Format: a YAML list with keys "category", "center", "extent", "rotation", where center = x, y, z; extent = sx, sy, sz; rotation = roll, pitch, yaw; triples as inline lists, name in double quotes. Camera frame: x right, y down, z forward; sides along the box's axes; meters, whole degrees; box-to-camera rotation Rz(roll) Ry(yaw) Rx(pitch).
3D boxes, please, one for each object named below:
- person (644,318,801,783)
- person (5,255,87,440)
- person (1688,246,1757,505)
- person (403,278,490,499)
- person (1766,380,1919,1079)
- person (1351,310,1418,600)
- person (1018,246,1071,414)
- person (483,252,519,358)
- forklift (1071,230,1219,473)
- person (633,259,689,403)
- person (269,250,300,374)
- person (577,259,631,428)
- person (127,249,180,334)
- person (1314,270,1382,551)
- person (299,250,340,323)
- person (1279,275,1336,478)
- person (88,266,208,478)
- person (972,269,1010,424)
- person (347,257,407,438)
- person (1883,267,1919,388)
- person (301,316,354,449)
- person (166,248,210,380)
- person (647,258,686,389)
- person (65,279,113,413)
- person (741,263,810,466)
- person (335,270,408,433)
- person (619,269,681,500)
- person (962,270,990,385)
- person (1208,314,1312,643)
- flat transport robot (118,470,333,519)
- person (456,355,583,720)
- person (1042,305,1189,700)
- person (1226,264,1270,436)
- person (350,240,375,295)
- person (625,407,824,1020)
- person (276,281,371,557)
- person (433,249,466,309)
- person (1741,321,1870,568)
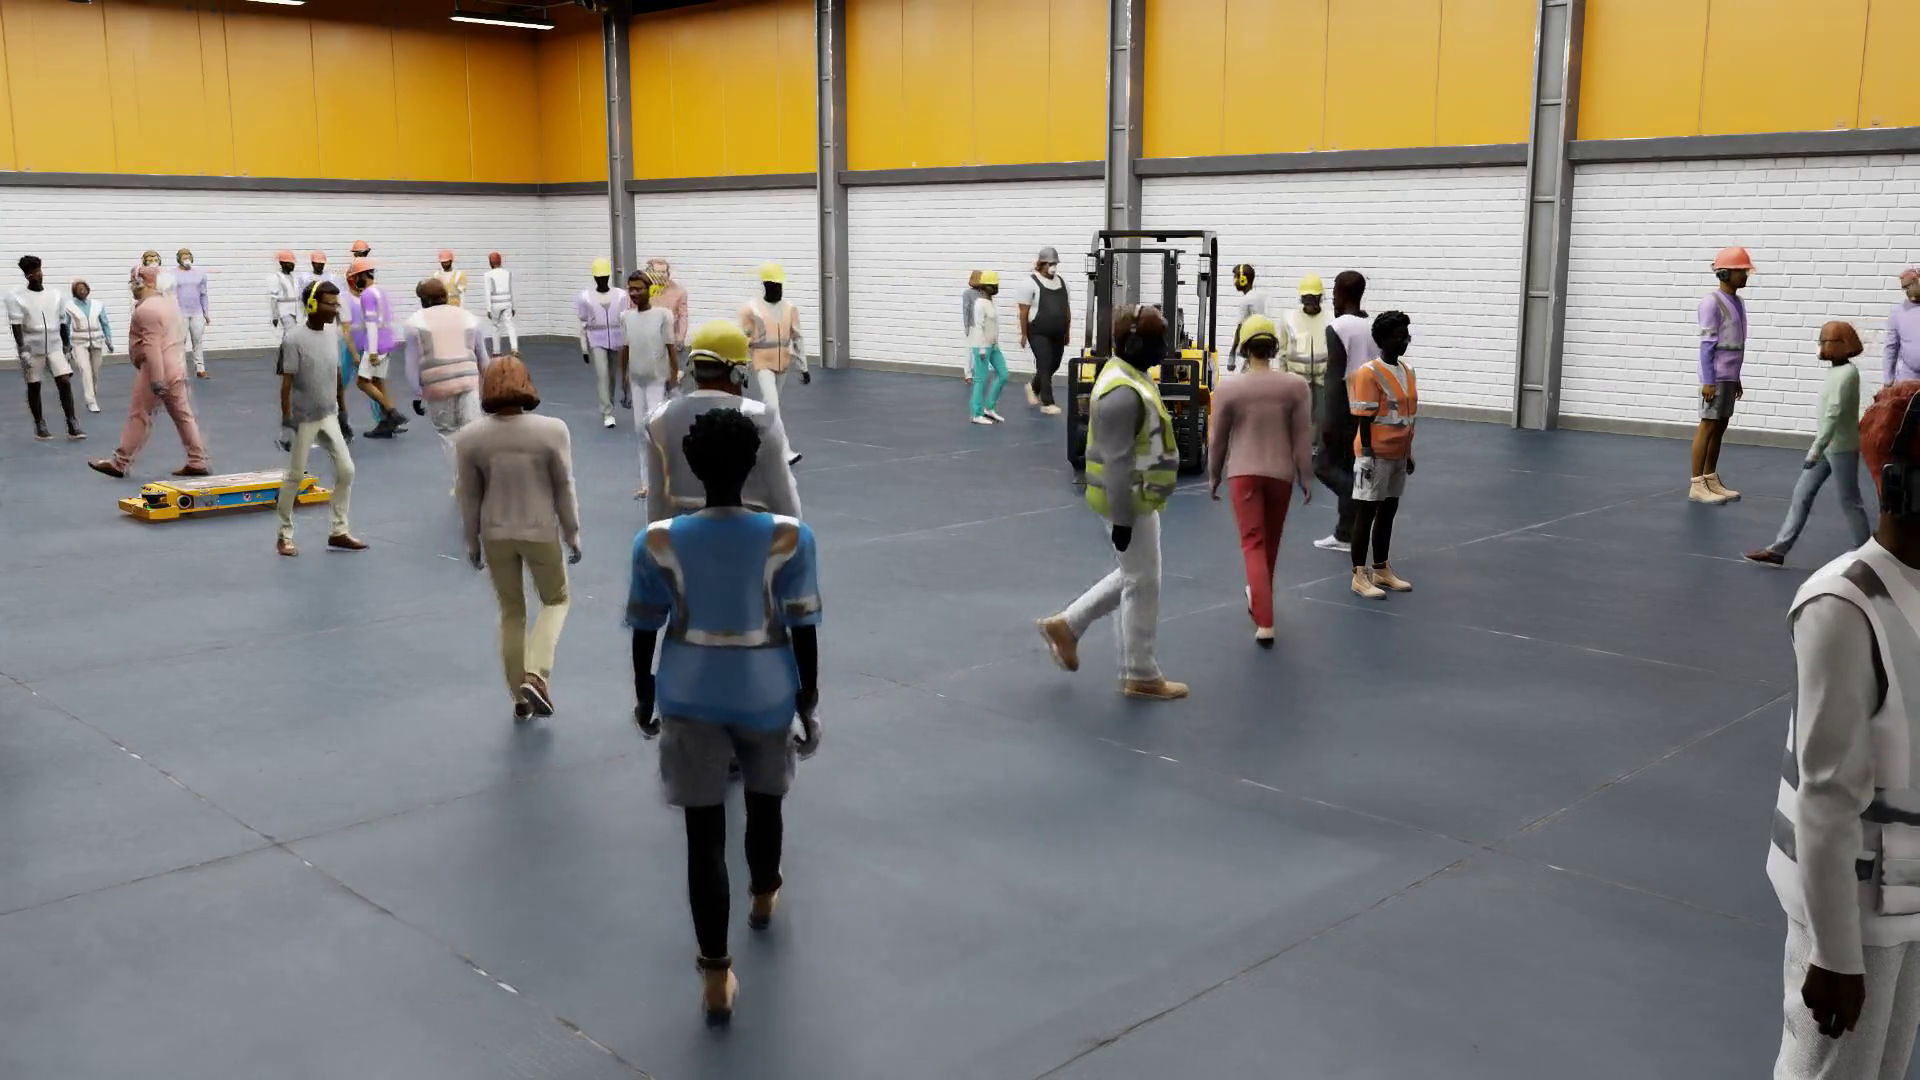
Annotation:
- category: "person"
  center: [-0.900, 0.034, 6.605]
  extent: [0.594, 1.809, 0.655]
  rotation: [5, 12, 26]
- category: "person"
  center: [-9.443, -1.962, 17.168]
  extent: [0.903, 1.909, 0.615]
  rotation: [9, 14, 41]
- category: "person"
  center: [6.099, -1.314, 13.295]
  extent: [0.607, 2.048, 0.365]
  rotation: [-10, 14, -44]
- category: "person"
  center: [-4.023, -1.179, 13.266]
  extent: [0.706, 1.800, 0.713]
  rotation: [-8, 13, -36]
- category: "person"
  center: [1.652, 0.659, 2.986]
  extent: [0.574, 1.882, 0.356]
  rotation: [-10, 14, -44]
- category: "person"
  center: [2.516, -0.506, 9.845]
  extent: [0.533, 1.697, 0.318]
  rotation: [-10, 14, -44]
- category: "person"
  center: [1.002, -2.574, 20.181]
  extent: [0.696, 2.000, 0.865]
  rotation: [-7, 13, -34]
- category: "person"
  center: [-7.846, -3.997, 28.486]
  extent: [0.588, 1.847, 0.961]
  rotation: [-8, 13, -37]
- category: "forklift"
  center: [1.804, -1.825, 15.677]
  extent: [1.214, 2.155, 2.313]
  rotation: [2, 11, 13]
- category: "person"
  center: [-3.459, -2.322, 19.328]
  extent: [0.633, 1.853, 0.994]
  rotation: [-4, 11, -21]
- category: "person"
  center: [-10.132, -3.443, 25.318]
  extent: [0.958, 1.895, 0.564]
  rotation: [3, 11, 14]
- category: "person"
  center: [-4.002, -2.227, 18.787]
  extent: [0.586, 1.870, 1.033]
  rotation: [-4, 11, -23]
- category: "person"
  center: [-10.796, -2.919, 22.343]
  extent: [0.630, 1.940, 0.372]
  rotation: [-10, 14, -44]
- category: "person"
  center: [2.647, -0.845, 11.119]
  extent: [0.497, 1.901, 0.624]
  rotation: [10, 14, 43]
- category: "person"
  center: [-9.448, -3.324, 24.605]
  extent: [0.565, 1.914, 0.585]
  rotation: [-5, 12, -26]
- category: "person"
  center: [3.165, -1.479, 14.937]
  extent: [0.599, 1.791, 0.957]
  rotation: [2, 11, 9]
- category: "person"
  center: [-7.176, -1.465, 14.634]
  extent: [0.981, 1.851, 0.646]
  rotation: [-1, 10, -5]
- category: "person"
  center: [0.344, -2.170, 18.772]
  extent: [0.471, 1.749, 0.544]
  rotation: [5, 12, 27]
- category: "person"
  center: [-6.157, -2.011, 17.458]
  extent: [0.464, 1.909, 0.601]
  rotation: [-1, 10, -5]
- category: "person"
  center: [8.299, -1.387, 14.212]
  extent: [0.762, 1.865, 0.396]
  rotation: [9, 14, 40]
- category: "person"
  center: [-6.465, -1.724, 16.792]
  extent: [0.527, 1.591, 0.736]
  rotation: [5, 11, 25]
- category: "person"
  center: [-11.436, -3.343, 24.651]
  extent: [0.630, 1.940, 0.372]
  rotation: [-10, 14, -44]
- category: "person"
  center: [-4.105, -2.944, 22.793]
  extent: [0.818, 1.825, 0.516]
  rotation: [4, 11, 23]
- category: "person"
  center: [-10.672, -2.380, 20.307]
  extent: [0.829, 1.605, 0.508]
  rotation: [10, 14, 44]
- category: "person"
  center: [-1.721, -1.633, 15.523]
  extent: [0.608, 1.872, 1.000]
  rotation: [-9, 14, -41]
- category: "person"
  center: [-6.550, -2.036, 17.933]
  extent: [0.998, 1.798, 0.582]
  rotation: [2, 11, 13]
- category: "person"
  center: [-2.516, -1.253, 13.474]
  extent: [0.553, 1.858, 0.436]
  rotation: [4, 11, 22]
- category: "person"
  center: [0.242, -3.058, 23.924]
  extent: [0.497, 1.636, 0.286]
  rotation: [-10, 14, -44]
- category: "person"
  center: [1.596, -0.344, 8.915]
  extent: [0.535, 1.701, 0.946]
  rotation: [-1, 10, -3]
- category: "flat transport robot"
  center: [-5.715, -0.372, 13.004]
  extent: [1.431, 0.197, 0.652]
  rotation: [-10, 14, -44]
- category: "person"
  center: [-1.921, 0.001, 7.272]
  extent: [0.518, 1.615, 0.387]
  rotation: [0, 10, 0]
- category: "person"
  center: [0.730, -0.171, 7.668]
  extent: [0.618, 1.825, 0.640]
  rotation: [1, 10, 8]
- category: "person"
  center: [2.925, -1.948, 17.341]
  extent: [0.889, 1.827, 0.537]
  rotation: [6, 12, 29]
- category: "person"
  center: [-10.095, -4.041, 28.176]
  extent: [0.373, 2.044, 0.606]
  rotation: [-1, 10, -5]
- category: "person"
  center: [-0.668, 0.443, 4.764]
  extent: [0.553, 1.644, 0.875]
  rotation: [-1, 10, -5]
- category: "person"
  center: [-4.300, -0.806, 11.107]
  extent: [0.689, 1.827, 0.640]
  rotation: [4, 11, 22]
- category: "person"
  center: [-8.235, -3.732, 26.851]
  extent: [0.540, 1.915, 0.413]
  rotation: [-1, 10, -4]
- category: "person"
  center: [5.370, -0.559, 10.411]
  extent: [0.814, 1.595, 0.513]
  rotation: [3, 11, 16]
